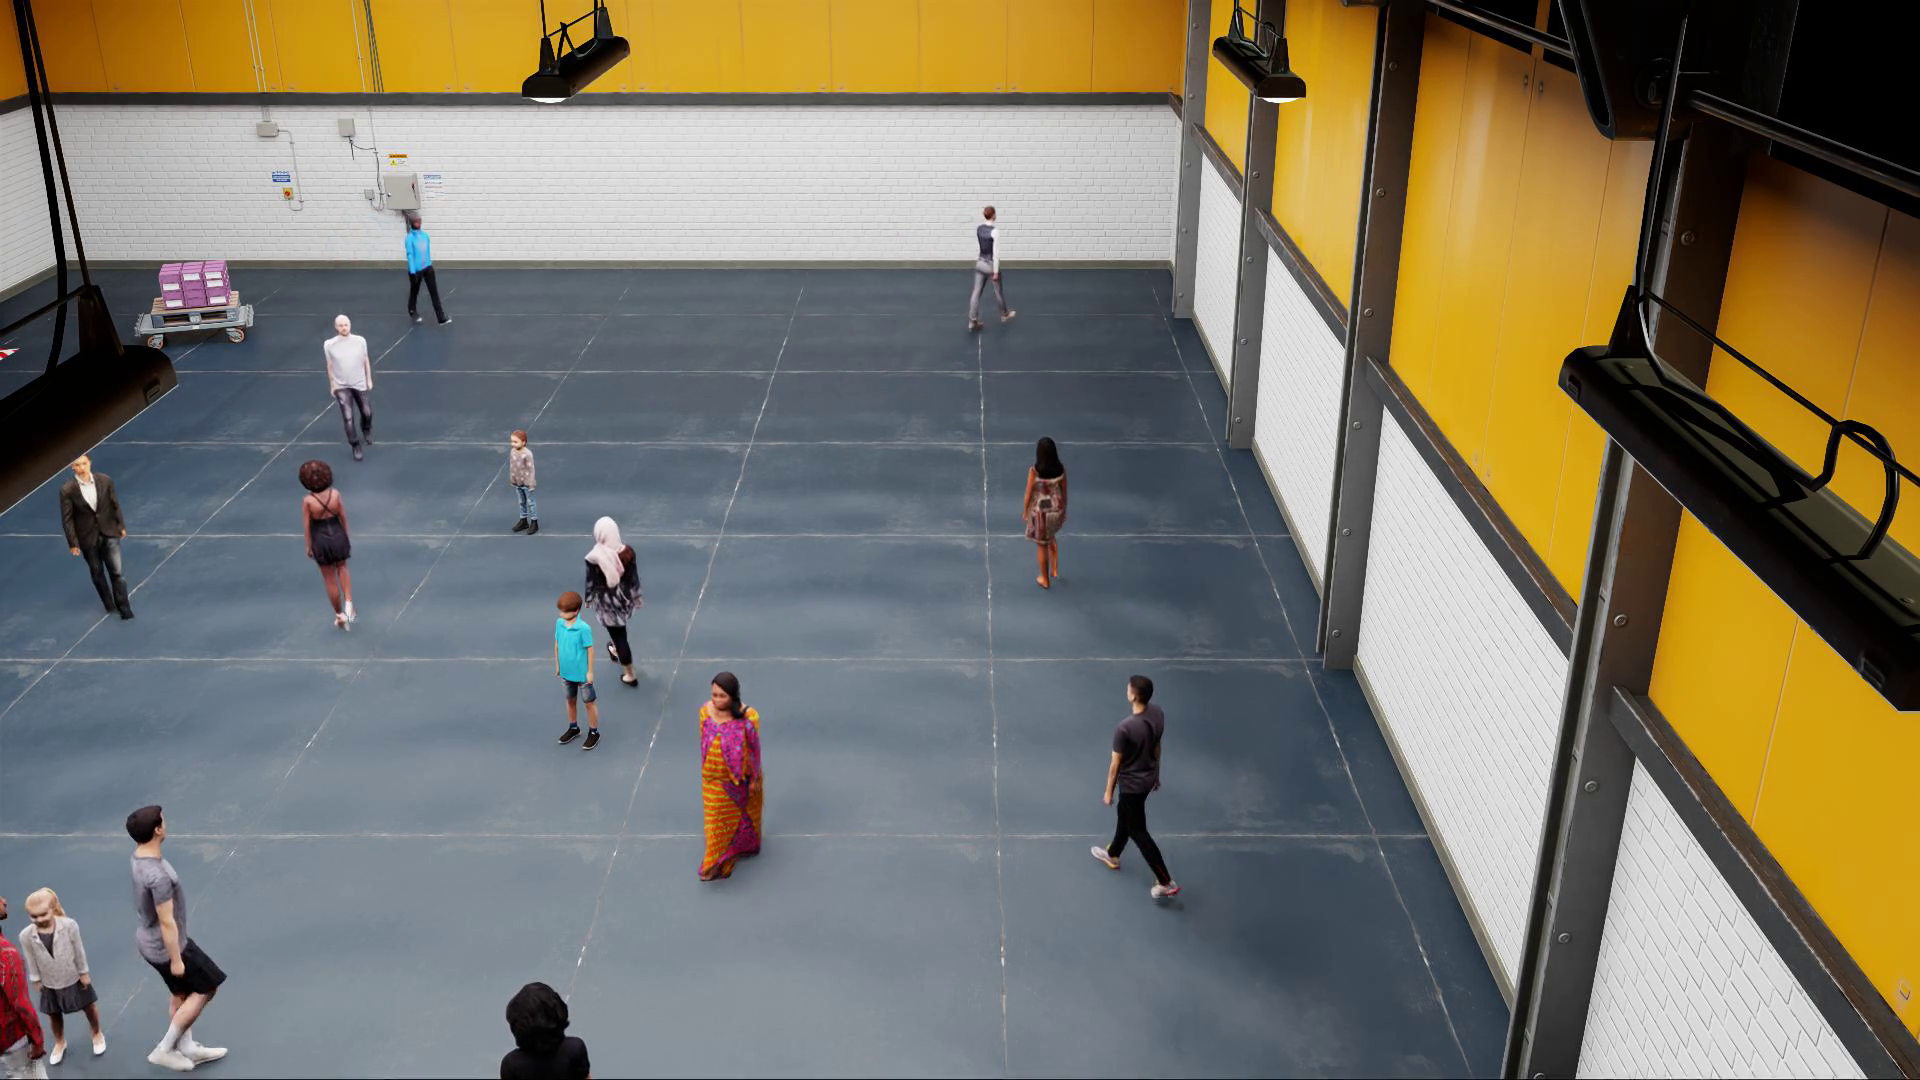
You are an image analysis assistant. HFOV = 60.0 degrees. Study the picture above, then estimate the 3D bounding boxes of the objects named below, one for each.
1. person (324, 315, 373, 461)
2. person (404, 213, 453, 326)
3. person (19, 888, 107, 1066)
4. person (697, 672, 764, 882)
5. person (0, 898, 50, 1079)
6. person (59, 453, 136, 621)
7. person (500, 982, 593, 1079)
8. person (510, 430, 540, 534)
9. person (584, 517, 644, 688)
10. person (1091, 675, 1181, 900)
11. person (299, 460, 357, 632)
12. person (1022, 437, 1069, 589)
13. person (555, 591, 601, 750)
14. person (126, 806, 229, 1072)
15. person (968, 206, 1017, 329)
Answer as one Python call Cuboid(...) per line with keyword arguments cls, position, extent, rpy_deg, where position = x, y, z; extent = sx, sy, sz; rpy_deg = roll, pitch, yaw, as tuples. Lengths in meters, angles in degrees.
Cuboid(cls="person", position=(-7.627, -1.944, 20.782), extent=(0.865, 1.818, 0.996), rpy_deg=(-10, 26, -22))
Cuboid(cls="person", position=(-8.525, -4.227, 26.104), extent=(1.178, 1.740, 1.202), rpy_deg=(17, 29, 34))
Cuboid(cls="person", position=(-5.763, 2.773, 10.679), extent=(0.567, 1.268, 0.596), rpy_deg=(-8, 25, -18))
Cuboid(cls="person", position=(-1.701, 1.700, 12.630), extent=(0.793, 1.671, 1.122), rpy_deg=(4, 24, 10))
Cuboid(cls="person", position=(-5.689, 2.890, 9.757), extent=(1.061, 1.792, 1.217), rpy_deg=(12, 26, 25))
Cuboid(cls="person", position=(-8.620, -0.074, 16.569), extent=(1.089, 1.768, 1.227), rpy_deg=(-16, 28, -33))
Cuboid(cls="person", position=(-2.203, 3.189, 9.024), extent=(0.699, 1.831, 0.656), rpy_deg=(-9, 25, -20))
Cuboid(cls="person", position=(-4.890, -0.670, 18.647), extent=(0.547, 1.194, 0.574), rpy_deg=(12, 26, 25))
Cuboid(cls="person", position=(-3.116, 0.603, 15.226), extent=(0.998, 1.603, 1.080), rpy_deg=(-19, 30, -37))
Cuboid(cls="person", position=(1.354, 1.836, 12.244), extent=(1.196, 1.732, 1.132), rpy_deg=(22, 32, 40))
Cuboid(cls="person", position=(-6.095, 0.091, 16.177), extent=(0.722, 1.779, 0.779), rpy_deg=(-18, 30, -36))
Cuboid(cls="person", position=(0.918, -0.249, 17.137), extent=(0.750, 1.633, 0.793), rpy_deg=(-10, 25, -21))
Cuboid(cls="person", position=(-3.300, 1.089, 14.305), extent=(0.588, 1.449, 0.595), rpy_deg=(10, 25, 21))
Cuboid(cls="person", position=(-5.072, 2.562, 10.437), extent=(0.973, 1.849, 0.909), rpy_deg=(-15, 28, -31))
Cuboid(cls="person", position=(0.367, -4.213, 25.889), extent=(1.267, 1.885, 1.214), rpy_deg=(-21, 32, -40))
